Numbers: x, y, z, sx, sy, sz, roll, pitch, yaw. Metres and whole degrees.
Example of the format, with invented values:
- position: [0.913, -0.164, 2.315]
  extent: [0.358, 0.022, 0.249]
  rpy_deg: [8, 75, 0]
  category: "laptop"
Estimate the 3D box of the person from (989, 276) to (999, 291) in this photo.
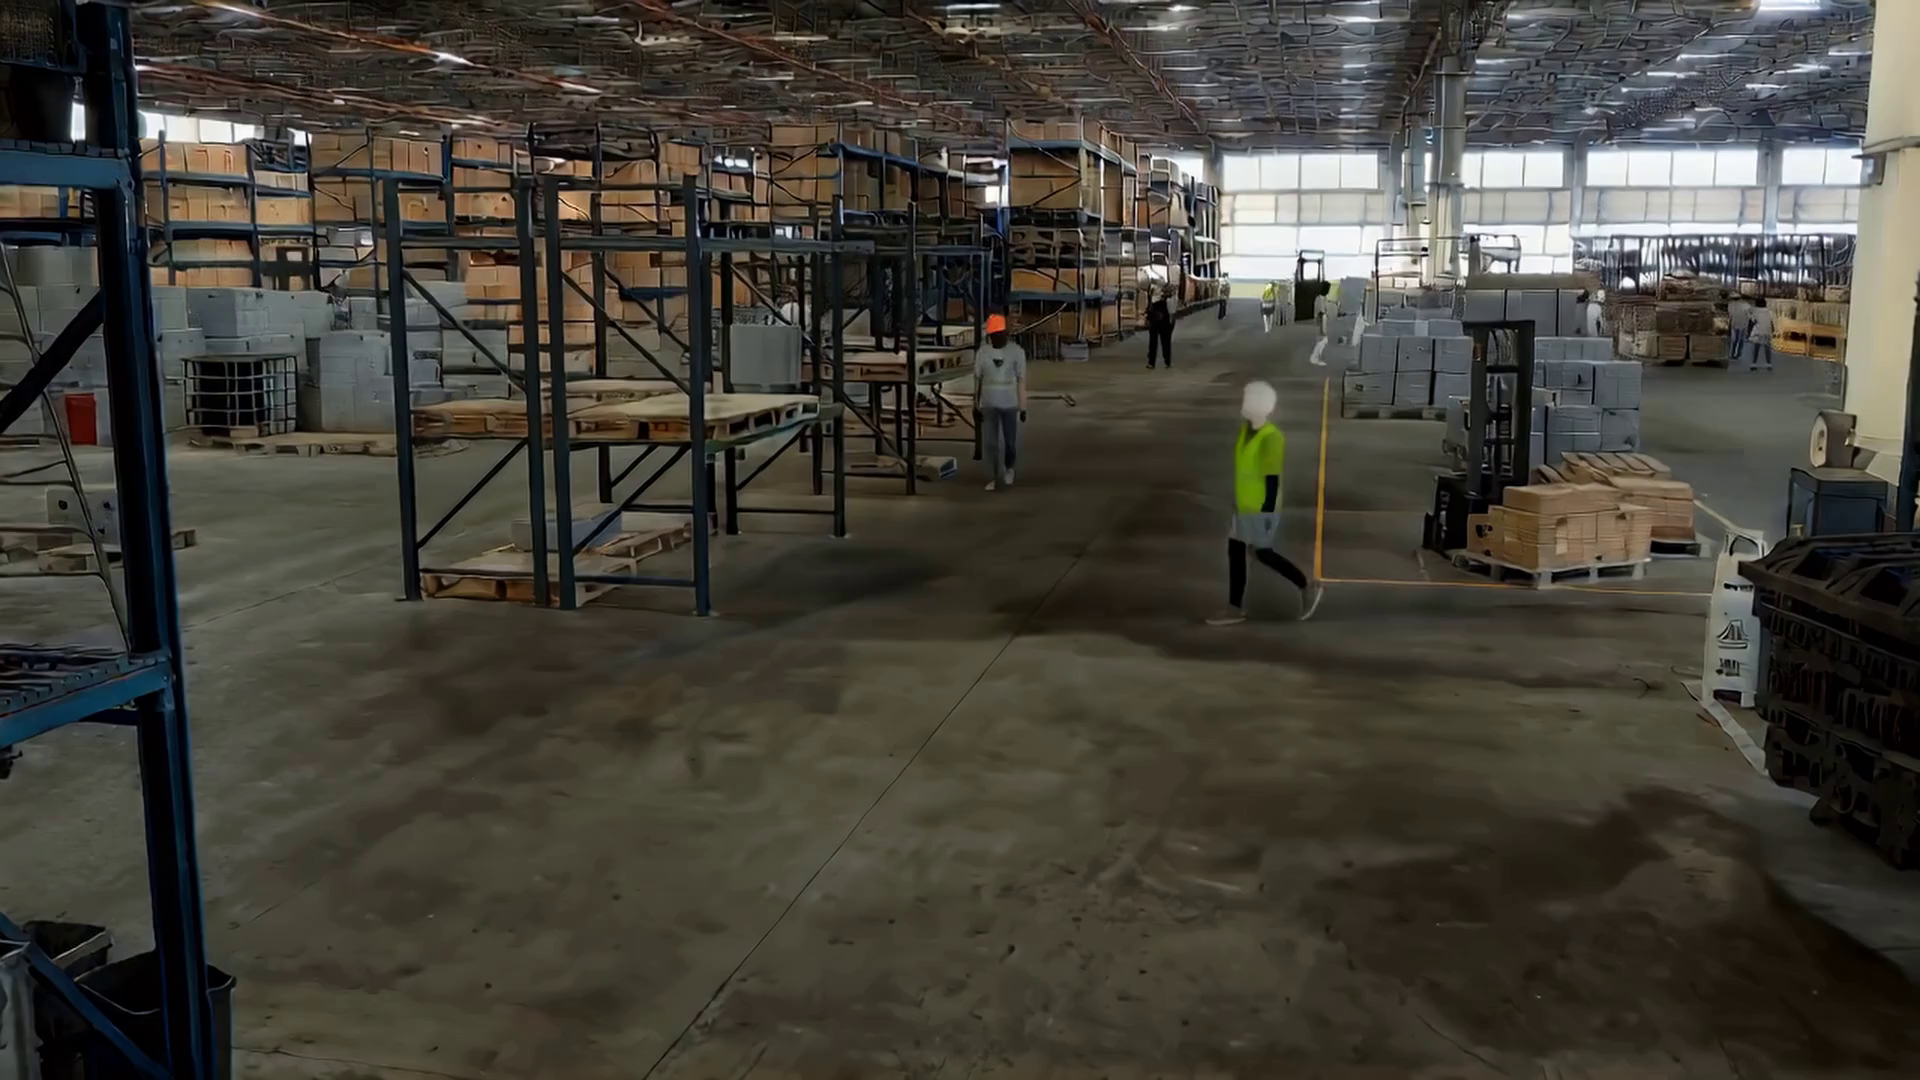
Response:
- position: [1.804, -13.401, 88.434]
  extent: [0.539, 1.915, 0.854]
  rpy_deg: [0, 10, 3]
  category: "person"

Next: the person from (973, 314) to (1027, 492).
- position: [0.433, -1.491, 17.940]
  extent: [0.592, 1.901, 0.757]
  rpy_deg: [1, 10, 5]
  category: "person"

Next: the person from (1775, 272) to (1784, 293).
- position: [43.493, -13.345, 88.384]
  extent: [0.674, 1.805, 0.588]
  rpy_deg: [0, 10, 2]
  category: "person"

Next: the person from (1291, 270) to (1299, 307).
- position: [17.386, -12.977, 85.896]
  extent: [0.594, 1.923, 0.610]
  rpy_deg: [9, 13, 42]
  category: "person"

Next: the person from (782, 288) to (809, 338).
- position: [-3.497, -4.425, 35.420]
  extent: [0.584, 1.871, 0.404]
  rpy_deg: [0, 10, 1]
  category: "person"

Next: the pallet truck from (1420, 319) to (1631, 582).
- position: [4.543, -0.757, 13.299]
  extent: [0.823, 1.965, 1.885]
  rpy_deg: [-4, 10, -22]
  category: "pallet truck"

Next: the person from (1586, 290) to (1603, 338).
- position: [13.237, -4.325, 34.894]
  extent: [0.817, 1.848, 0.523]
  rpy_deg: [-1, 10, -6]
  category: "person"

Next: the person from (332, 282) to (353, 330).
- position: [-15.318, -5.411, 41.128]
  extent: [0.593, 1.911, 0.385]
  rpy_deg: [-7, 12, -34]
  category: "person"

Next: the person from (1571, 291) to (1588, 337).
- position: [14.170, -4.805, 38.011]
  extent: [0.373, 1.756, 0.529]
  rpy_deg: [9, 13, 43]
  category: "person"

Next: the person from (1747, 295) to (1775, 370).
- position: [17.952, -4.642, 37.265]
  extent: [0.575, 1.663, 0.605]
  rpy_deg: [6, 11, 30]
  category: "person"

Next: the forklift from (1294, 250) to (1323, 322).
- position: [13.778, -10.002, 65.433]
  extent: [1.129, 2.768, 1.873]
  rpy_deg: [2, 10, 12]
  category: "forklift"

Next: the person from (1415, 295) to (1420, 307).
- position: [15.948, -8.043, 57.556]
  extent: [0.307, 1.636, 0.541]
  rpy_deg: [-5, 11, -29]
  category: "person"

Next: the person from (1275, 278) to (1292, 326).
- position: [11.975, -8.802, 61.526]
  extent: [0.601, 1.807, 0.806]
  rpy_deg: [1, 10, 5]
  category: "person"

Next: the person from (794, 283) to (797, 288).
- position: [-6.413, -9.558, 65.961]
  extent: [0.485, 1.820, 0.606]
  rpy_deg: [1, 10, 8]
  category: "person"

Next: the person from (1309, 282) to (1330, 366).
- position: [8.398, -5.015, 38.641]
  extent: [0.418, 1.952, 0.642]
  rpy_deg: [1, 10, 7]
  category: "person"

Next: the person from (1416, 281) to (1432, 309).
- position: [11.361, -5.394, 40.944]
  extent: [0.655, 1.935, 1.036]
  rpy_deg: [-7, 12, -37]
  category: "person"

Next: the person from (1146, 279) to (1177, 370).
- position: [4.501, -4.839, 37.344]
  extent: [0.682, 2.000, 0.536]
  rpy_deg: [4, 10, 22]
  category: "person"

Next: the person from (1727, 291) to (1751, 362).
- position: [18.833, -5.163, 40.246]
  extent: [0.522, 1.717, 0.947]
  rpy_deg: [4, 10, 21]
  category: "person"

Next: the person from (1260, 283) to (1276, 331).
- position: [10.552, -7.974, 56.987]
  extent: [0.535, 1.670, 0.711]
  rpy_deg: [0, 10, 1]
  category: "person"

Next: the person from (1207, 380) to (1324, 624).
- position: [2.083, -0.246, 11.238]
  extent: [0.727, 1.674, 0.538]
  rpy_deg: [-2, 10, -13]
  category: "person"

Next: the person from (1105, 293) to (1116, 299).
- position: [7.518, -12.478, 83.239]
  extent: [0.633, 1.819, 0.736]
  rpy_deg: [2, 10, 12]
  category: "person"

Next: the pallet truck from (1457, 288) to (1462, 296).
- position: [20.506, -9.785, 68.819]
  extent: [0.653, 1.274, 1.630]
  rpy_deg: [2, 10, 12]
  category: "pallet truck"

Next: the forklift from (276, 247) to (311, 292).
- position: [-19.670, -7.277, 49.295]
  extent: [1.129, 2.768, 1.873]
  rpy_deg: [2, 10, 12]
  category: "forklift"

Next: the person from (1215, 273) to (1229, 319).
- position: [10.855, -10.117, 68.985]
  extent: [0.570, 1.905, 0.875]
  rpy_deg: [2, 10, 12]
  category: "person"

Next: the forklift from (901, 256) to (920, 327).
- position: [-1.628, -5.495, 38.746]
  extent: [1.129, 2.768, 1.873]
  rpy_deg: [2, 10, 12]
  category: "forklift"

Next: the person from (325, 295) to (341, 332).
- position: [-15.343, -5.151, 40.486]
  extent: [0.741, 1.605, 0.529]
  rpy_deg: [4, 10, 21]
  category: "person"
